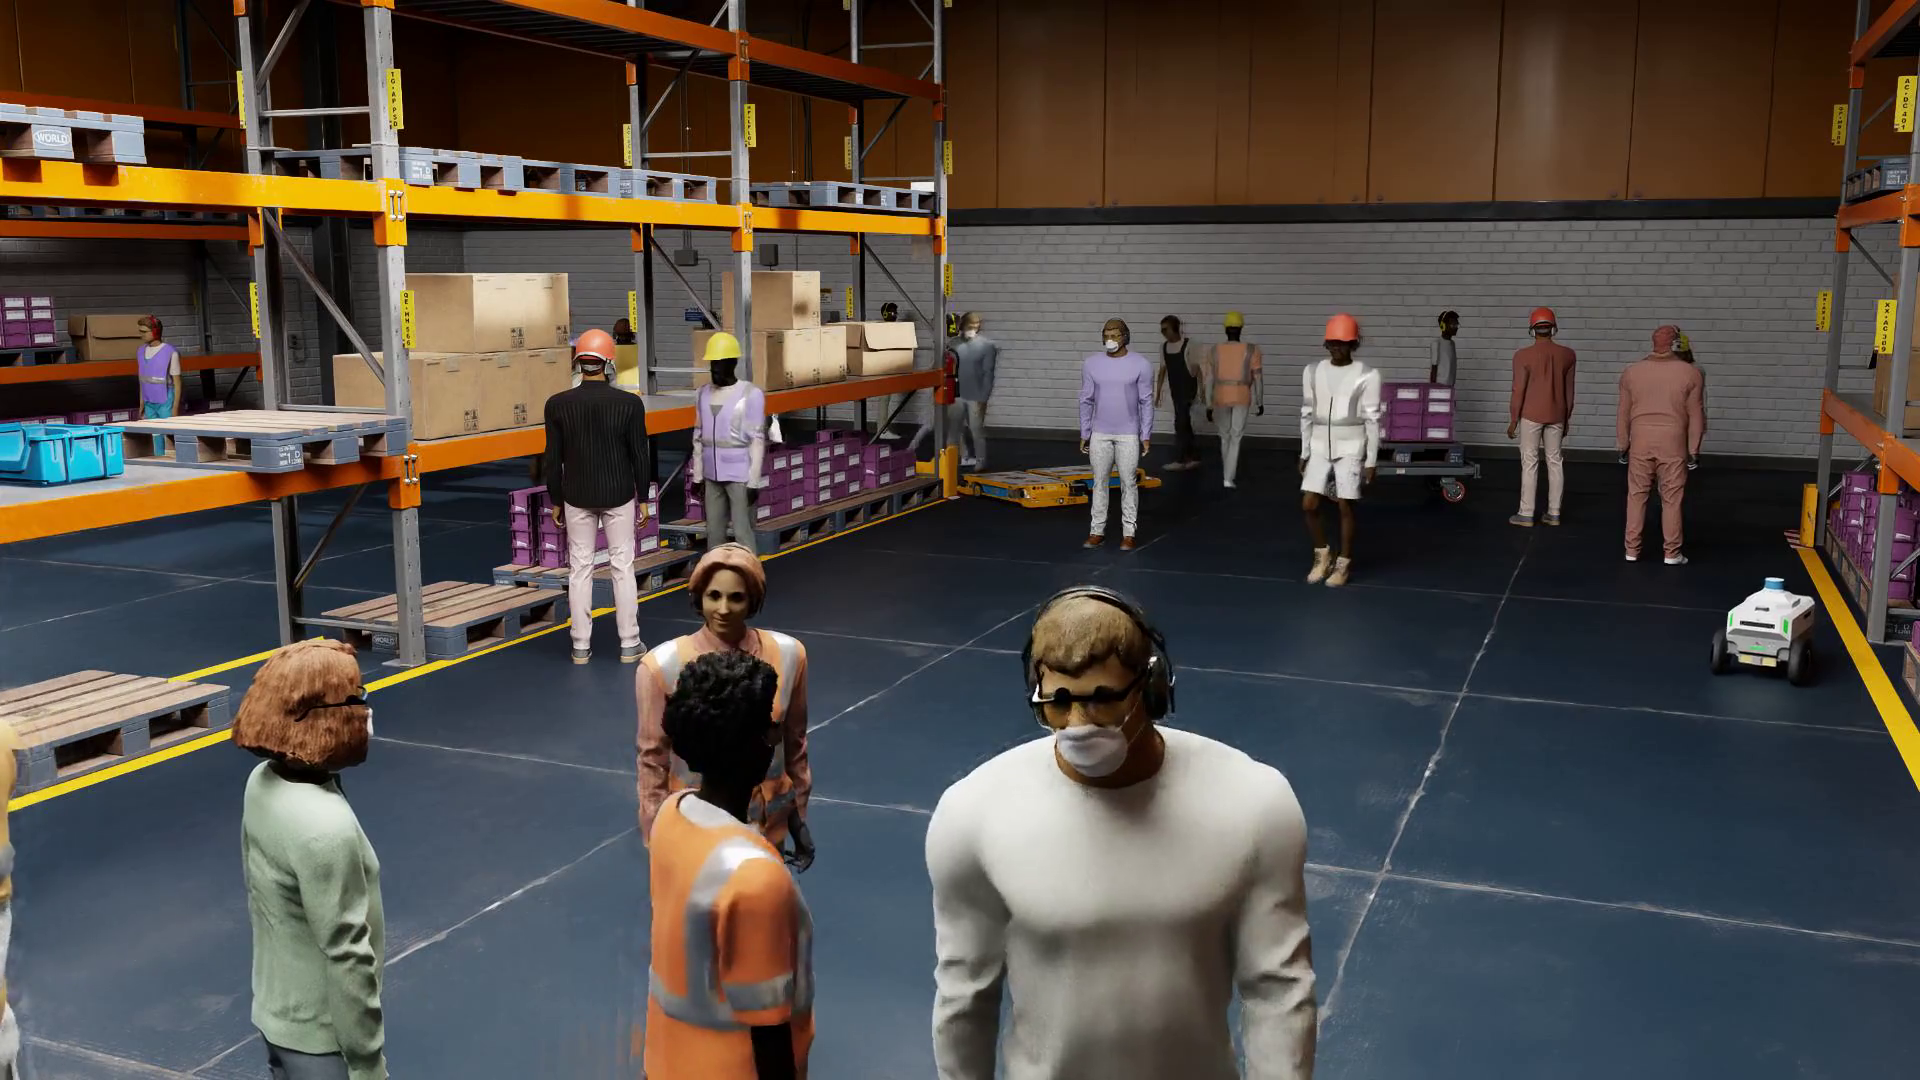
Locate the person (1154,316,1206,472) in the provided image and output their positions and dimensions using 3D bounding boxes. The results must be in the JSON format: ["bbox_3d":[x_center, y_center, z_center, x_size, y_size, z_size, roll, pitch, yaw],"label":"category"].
[{"bbox_3d":[2.518,-1.683,19.180,0.779,1.789,0.554,-8,12,-40],"label":"person"}]

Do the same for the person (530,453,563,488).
[{"bbox_3d":[-3.906,-1.172,15.817,0.535,1.895,0.989,-6,11,-33],"label":"person"}]

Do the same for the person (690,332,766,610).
[{"bbox_3d":[-1.583,-0.449,11.337,0.591,1.921,0.375,6,11,32],"label":"person"}]

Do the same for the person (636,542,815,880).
[{"bbox_3d":[-0.633,0.815,4.530,0.515,1.636,0.314,-6,11,-32],"label":"person"}]

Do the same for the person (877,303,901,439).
[{"bbox_3d":[-0.993,-2.319,22.835,0.336,1.864,0.521,-1,9,-7],"label":"person"}]

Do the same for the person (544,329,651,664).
[{"bbox_3d":[-2.143,-0.250,9.895,0.613,1.994,0.381,-1,9,-5],"label":"person"}]

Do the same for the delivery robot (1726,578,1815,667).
[{"bbox_3d":[4.710,0.462,9.652,0.477,0.478,0.707,7,12,37],"label":"delivery robot"}]

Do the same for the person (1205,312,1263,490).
[{"bbox_3d":[2.921,-1.488,17.779,0.591,1.875,1.009,4,10,23],"label":"person"}]

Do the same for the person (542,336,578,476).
[{"bbox_3d":[-4.516,-1.664,18.708,0.546,1.919,0.514,3,10,15],"label":"person"}]

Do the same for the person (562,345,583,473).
[{"bbox_3d":[-3.566,-0.977,15.370,0.512,1.642,0.312,6,11,30],"label":"person"}]

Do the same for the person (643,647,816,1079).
[{"bbox_3d":[-0.454,1.027,3.145,0.712,1.670,0.548,-4,10,-25],"label":"person"}]

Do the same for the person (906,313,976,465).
[{"bbox_3d":[-0.231,-1.758,19.605,0.980,1.819,0.522,-4,10,-22],"label":"person"}]

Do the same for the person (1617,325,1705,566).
[{"bbox_3d":[5.549,-0.747,13.186,0.644,1.905,0.400,7,12,36],"label":"person"}]

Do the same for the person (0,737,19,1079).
[{"bbox_3d":[-2.093,0.926,3.147,0.612,1.867,0.976,1,9,4],"label":"person"}]

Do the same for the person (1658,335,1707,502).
[{"bbox_3d":[7.031,-1.160,16.323,0.501,1.696,0.912,2,10,11],"label":"person"}]

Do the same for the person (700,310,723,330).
[{"bbox_3d":[-3.241,-2.208,22.390,0.638,1.799,0.867,3,10,19],"label":"person"}]

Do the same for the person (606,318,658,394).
[{"bbox_3d":[-3.353,-1.304,16.747,0.622,1.845,0.429,-4,10,-23],"label":"person"}]

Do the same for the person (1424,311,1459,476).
[{"bbox_3d":[5.422,-1.631,18.659,0.309,1.863,0.534,8,12,39],"label":"person"}]

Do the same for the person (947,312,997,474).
[{"bbox_3d":[0.097,-1.539,18.067,0.643,1.887,0.988,3,10,16],"label":"person"}]

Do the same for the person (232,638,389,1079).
[{"bbox_3d":[-1.292,1.002,3.399,0.270,1.632,0.508,-7,12,-38],"label":"person"}]

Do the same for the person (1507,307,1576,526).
[{"bbox_3d":[5.279,-1.113,15.143,0.611,1.990,0.392,-1,9,-8],"label":"person"}]

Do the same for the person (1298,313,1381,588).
[{"bbox_3d":[2.757,-0.639,12.156,0.632,2.024,0.544,6,11,34],"label":"person"}]

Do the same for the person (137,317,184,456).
[{"bbox_3d":[-8.333,-1.404,17.364,0.563,1.838,0.389,4,10,25],"label":"person"}]

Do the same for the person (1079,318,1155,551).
[{"bbox_3d":[1.295,-0.874,13.845,0.635,1.937,0.354,3,10,20],"label":"person"}]

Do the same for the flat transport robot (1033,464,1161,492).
[{"bbox_3d":[1.357,-0.649,17.523,1.431,0.197,0.652,-6,11,-30],"label":"flat transport robot"}]

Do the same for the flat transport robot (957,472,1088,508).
[{"bbox_3d":[0.614,-0.523,16.764,0.652,0.197,1.431,-6,11,-31],"label":"flat transport robot"}]

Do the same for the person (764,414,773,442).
[{"bbox_3d":[-2.116,-1.321,17.525,0.552,1.622,0.518,-8,13,-42],"label":"person"}]

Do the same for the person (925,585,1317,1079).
[{"bbox_3d":[0.253,0.980,2.815,0.620,1.881,1.042,-1,9,-6],"label":"person"}]

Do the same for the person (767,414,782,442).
[{"bbox_3d":[-2.453,-1.737,19.393,0.977,1.830,0.602,-8,12,-40],"label":"person"}]
